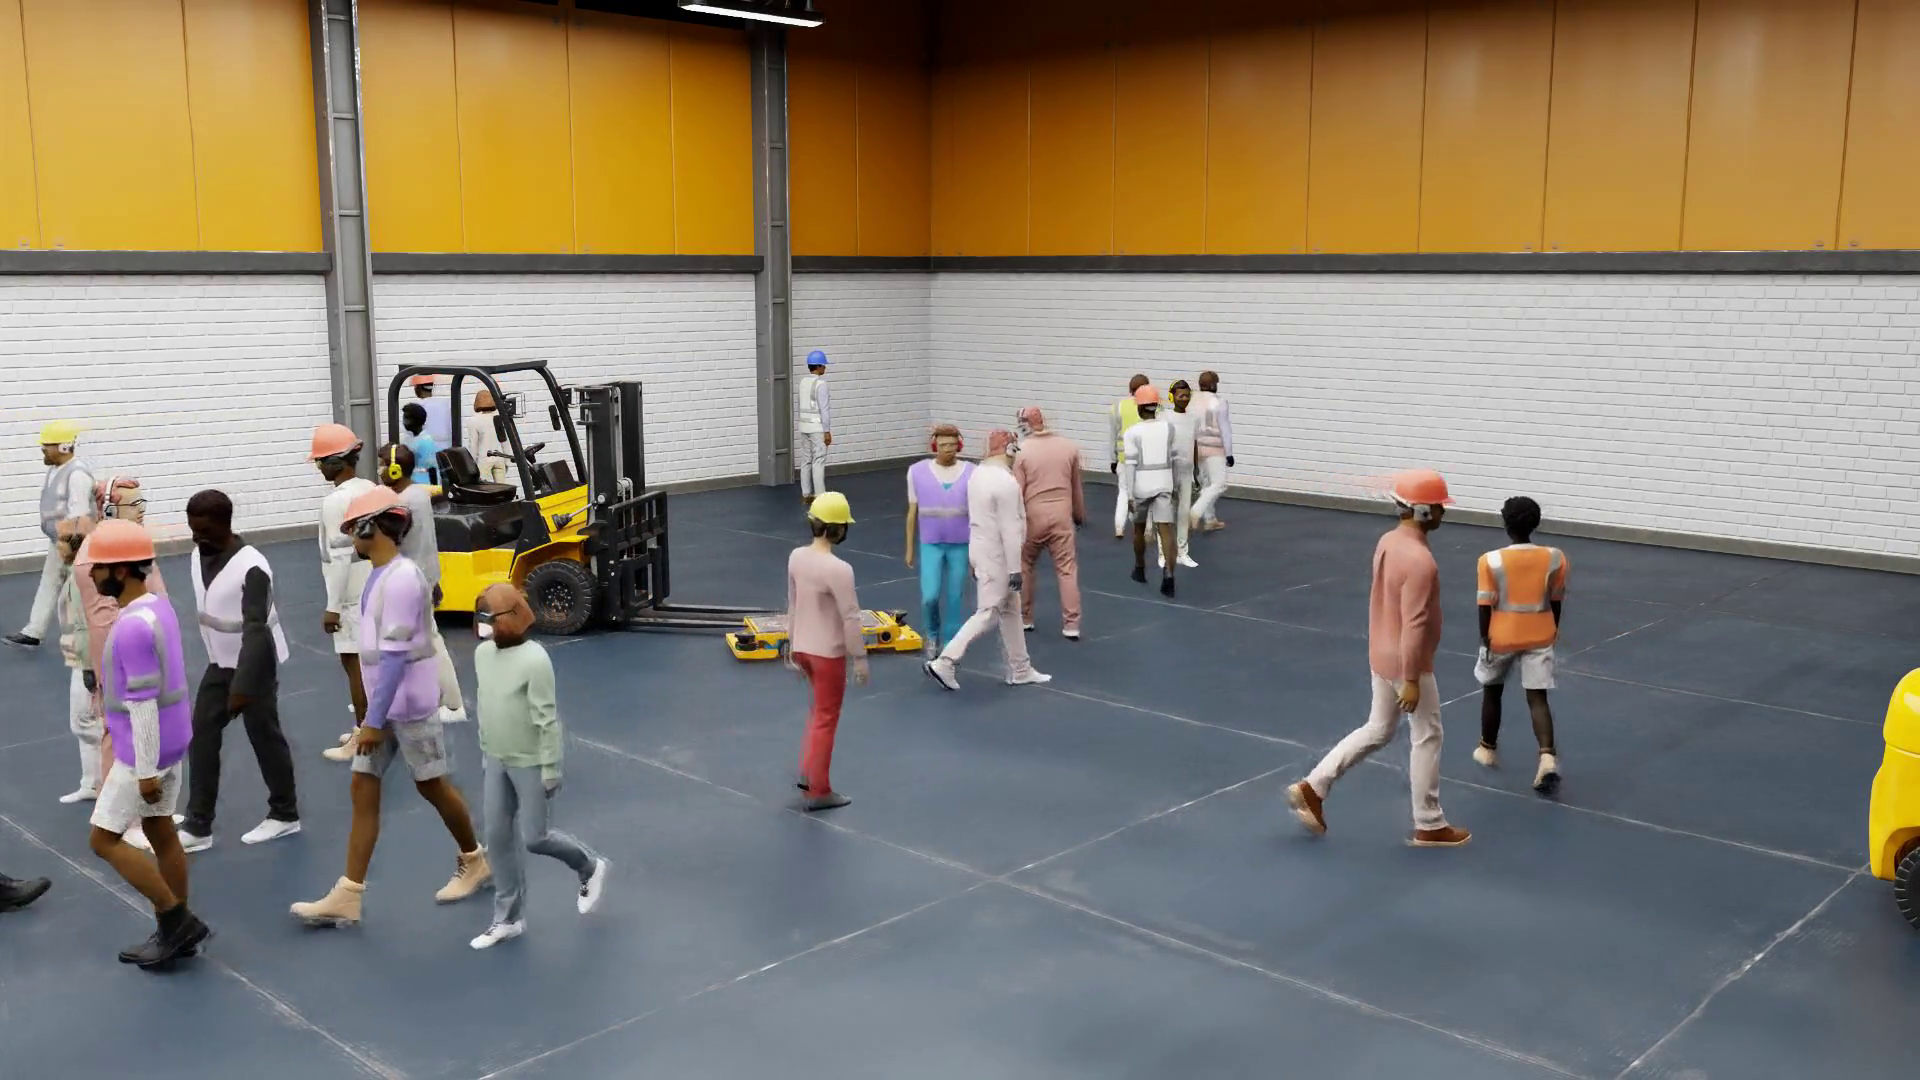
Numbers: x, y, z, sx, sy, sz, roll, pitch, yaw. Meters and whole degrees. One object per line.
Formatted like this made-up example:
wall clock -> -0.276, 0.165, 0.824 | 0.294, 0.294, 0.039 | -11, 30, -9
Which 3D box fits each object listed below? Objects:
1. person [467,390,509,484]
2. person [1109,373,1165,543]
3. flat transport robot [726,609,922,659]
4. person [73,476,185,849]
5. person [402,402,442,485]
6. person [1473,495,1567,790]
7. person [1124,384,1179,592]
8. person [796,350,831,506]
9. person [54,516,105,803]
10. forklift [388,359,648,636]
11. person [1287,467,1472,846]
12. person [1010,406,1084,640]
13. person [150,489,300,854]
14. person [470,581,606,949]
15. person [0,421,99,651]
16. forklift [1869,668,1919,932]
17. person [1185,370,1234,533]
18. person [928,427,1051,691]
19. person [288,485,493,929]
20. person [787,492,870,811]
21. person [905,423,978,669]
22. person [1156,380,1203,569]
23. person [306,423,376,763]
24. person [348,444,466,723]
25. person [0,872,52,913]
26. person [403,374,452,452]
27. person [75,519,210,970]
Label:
person -> -5.175, -0.832, 18.262 | 0.283, 1.631, 0.503 | 9, 13, 43
person -> 1.927, -0.870, 17.876 | 0.645, 1.840, 0.451 | 4, 10, 25
flat transport robot -> -1.061, 0.722, 12.899 | 1.431, 0.197, 0.652 | -2, 10, -15
person -> -4.252, 0.616, 8.545 | 0.408, 1.906, 0.653 | -2, 10, -13
person -> -5.156, -0.478, 15.944 | 0.512, 1.684, 0.535 | -5, 10, -26
person -> 3.223, 0.573, 9.537 | 0.530, 1.665, 0.815 | 0, 9, 3
person -> 1.777, -0.479, 15.316 | 0.551, 1.900, 0.970 | -1, 9, -9
person -> -1.786, -1.371, 20.598 | 0.395, 1.949, 0.602 | -7, 11, -36
person -> -4.702, 0.662, 9.135 | 0.523, 1.623, 0.520 | -3, 10, -16
forklift -> -3.850, -0.407, 13.936 | 2.313, 2.155, 1.214 | 2, 9, 11
person -> 2.164, 0.603, 8.451 | 0.870, 1.973, 0.634 | -1, 9, -5
person -> 0.697, -0.151, 13.408 | 0.801, 1.851, 0.853 | -4, 10, -24
person -> -3.714, 0.669, 8.318 | 0.647, 1.869, 0.862 | 7, 11, 36
person -> -1.886, 0.962, 7.323 | 0.522, 1.613, 0.566 | 7, 12, 37
person -> -6.935, -0.029, 12.874 | 0.619, 1.780, 0.918 | 8, 12, 42
forklift -> 5.205, 0.723, 7.013 | 2.313, 2.155, 1.214 | 9, 13, 43
person -> 2.756, -0.977, 18.560 | 0.722, 1.824, 0.654 | -6, 11, -34
person -> 0.195, 0.139, 11.651 | 0.910, 1.861, 0.671 | -3, 10, -18
person -> -2.602, 0.744, 7.578 | 0.958, 1.963, 0.604 | -7, 12, -39
person -> -0.702, 0.607, 9.051 | 0.410, 1.750, 0.559 | -7, 12, -39
person -> -0.104, 0.045, 12.266 | 0.592, 1.827, 0.448 | -1, 9, -6
person -> 2.159, -0.647, 16.404 | 0.532, 1.871, 0.321 | -4, 10, -24
person -> -3.677, 0.316, 9.988 | 0.381, 2.039, 0.606 | 0, 9, -1
person -> -3.631, 0.298, 10.716 | 0.876, 1.830, 0.496 | -1, 9, -5
person -> -4.768, 0.807, 7.480 | 1.050, 1.871, 0.552 | -3, 10, -16
person -> -5.657, -0.850, 17.507 | 0.783, 1.910, 0.572 | 6, 11, 35
person -> -3.445, 0.863, 6.977 | 0.399, 1.922, 0.545 | -2, 9, -11
